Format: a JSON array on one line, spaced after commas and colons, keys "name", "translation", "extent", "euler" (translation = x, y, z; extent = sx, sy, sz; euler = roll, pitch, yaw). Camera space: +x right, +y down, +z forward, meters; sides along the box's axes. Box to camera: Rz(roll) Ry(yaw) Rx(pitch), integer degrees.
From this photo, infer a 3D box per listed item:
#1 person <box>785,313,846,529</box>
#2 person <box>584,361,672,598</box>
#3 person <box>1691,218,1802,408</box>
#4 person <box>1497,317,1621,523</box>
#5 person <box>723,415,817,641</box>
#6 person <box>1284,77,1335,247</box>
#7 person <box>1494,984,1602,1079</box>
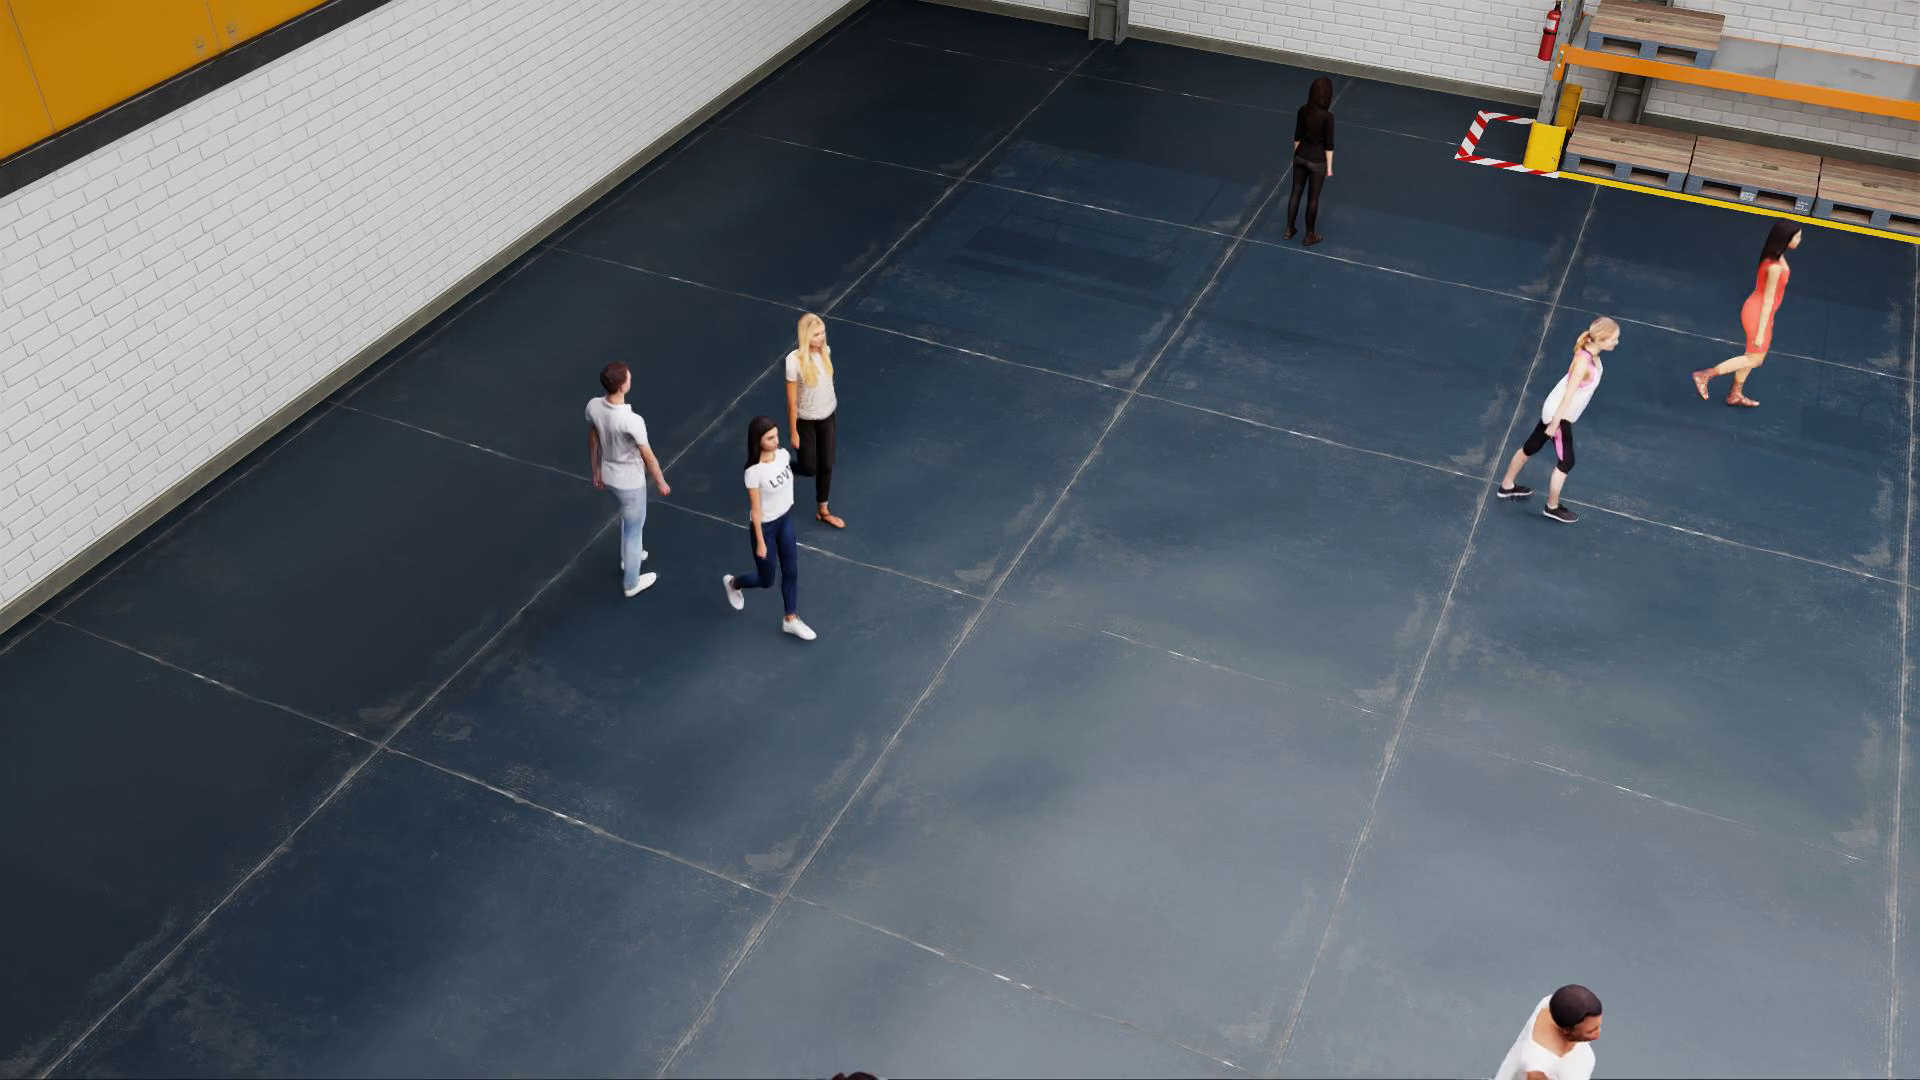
[{"name": "person", "translation": [-1.158, -0.900, 12.234], "extent": [0.978, 1.807, 0.770], "euler": [28, 46, 30]}, {"name": "person", "translation": [-2.393, -0.371, 11.550], "extent": [0.681, 1.834, 0.798], "euler": [26, 46, 29]}, {"name": "person", "translation": [6.370, -1.799, 13.442], "extent": [0.848, 1.705, 0.659], "euler": [11, 40, 14]}, {"name": "person", "translation": [4.381, -0.936, 12.332], "extent": [0.829, 1.741, 0.594], "euler": [14, 41, 17]}, {"name": "person", "translation": [-1.344, -0.085, 11.252], "extent": [0.991, 1.759, 0.682], "euler": [21, 43, 24]}, {"name": "person", "translation": [3.313, -3.583, 15.725], "extent": [0.521, 1.642, 0.676], "euler": [28, 47, 31]}, {"name": "person", "translation": [2.673, 2.641, 7.904], "extent": [0.653, 1.677, 0.680], "euler": [22, 44, 25]}]
